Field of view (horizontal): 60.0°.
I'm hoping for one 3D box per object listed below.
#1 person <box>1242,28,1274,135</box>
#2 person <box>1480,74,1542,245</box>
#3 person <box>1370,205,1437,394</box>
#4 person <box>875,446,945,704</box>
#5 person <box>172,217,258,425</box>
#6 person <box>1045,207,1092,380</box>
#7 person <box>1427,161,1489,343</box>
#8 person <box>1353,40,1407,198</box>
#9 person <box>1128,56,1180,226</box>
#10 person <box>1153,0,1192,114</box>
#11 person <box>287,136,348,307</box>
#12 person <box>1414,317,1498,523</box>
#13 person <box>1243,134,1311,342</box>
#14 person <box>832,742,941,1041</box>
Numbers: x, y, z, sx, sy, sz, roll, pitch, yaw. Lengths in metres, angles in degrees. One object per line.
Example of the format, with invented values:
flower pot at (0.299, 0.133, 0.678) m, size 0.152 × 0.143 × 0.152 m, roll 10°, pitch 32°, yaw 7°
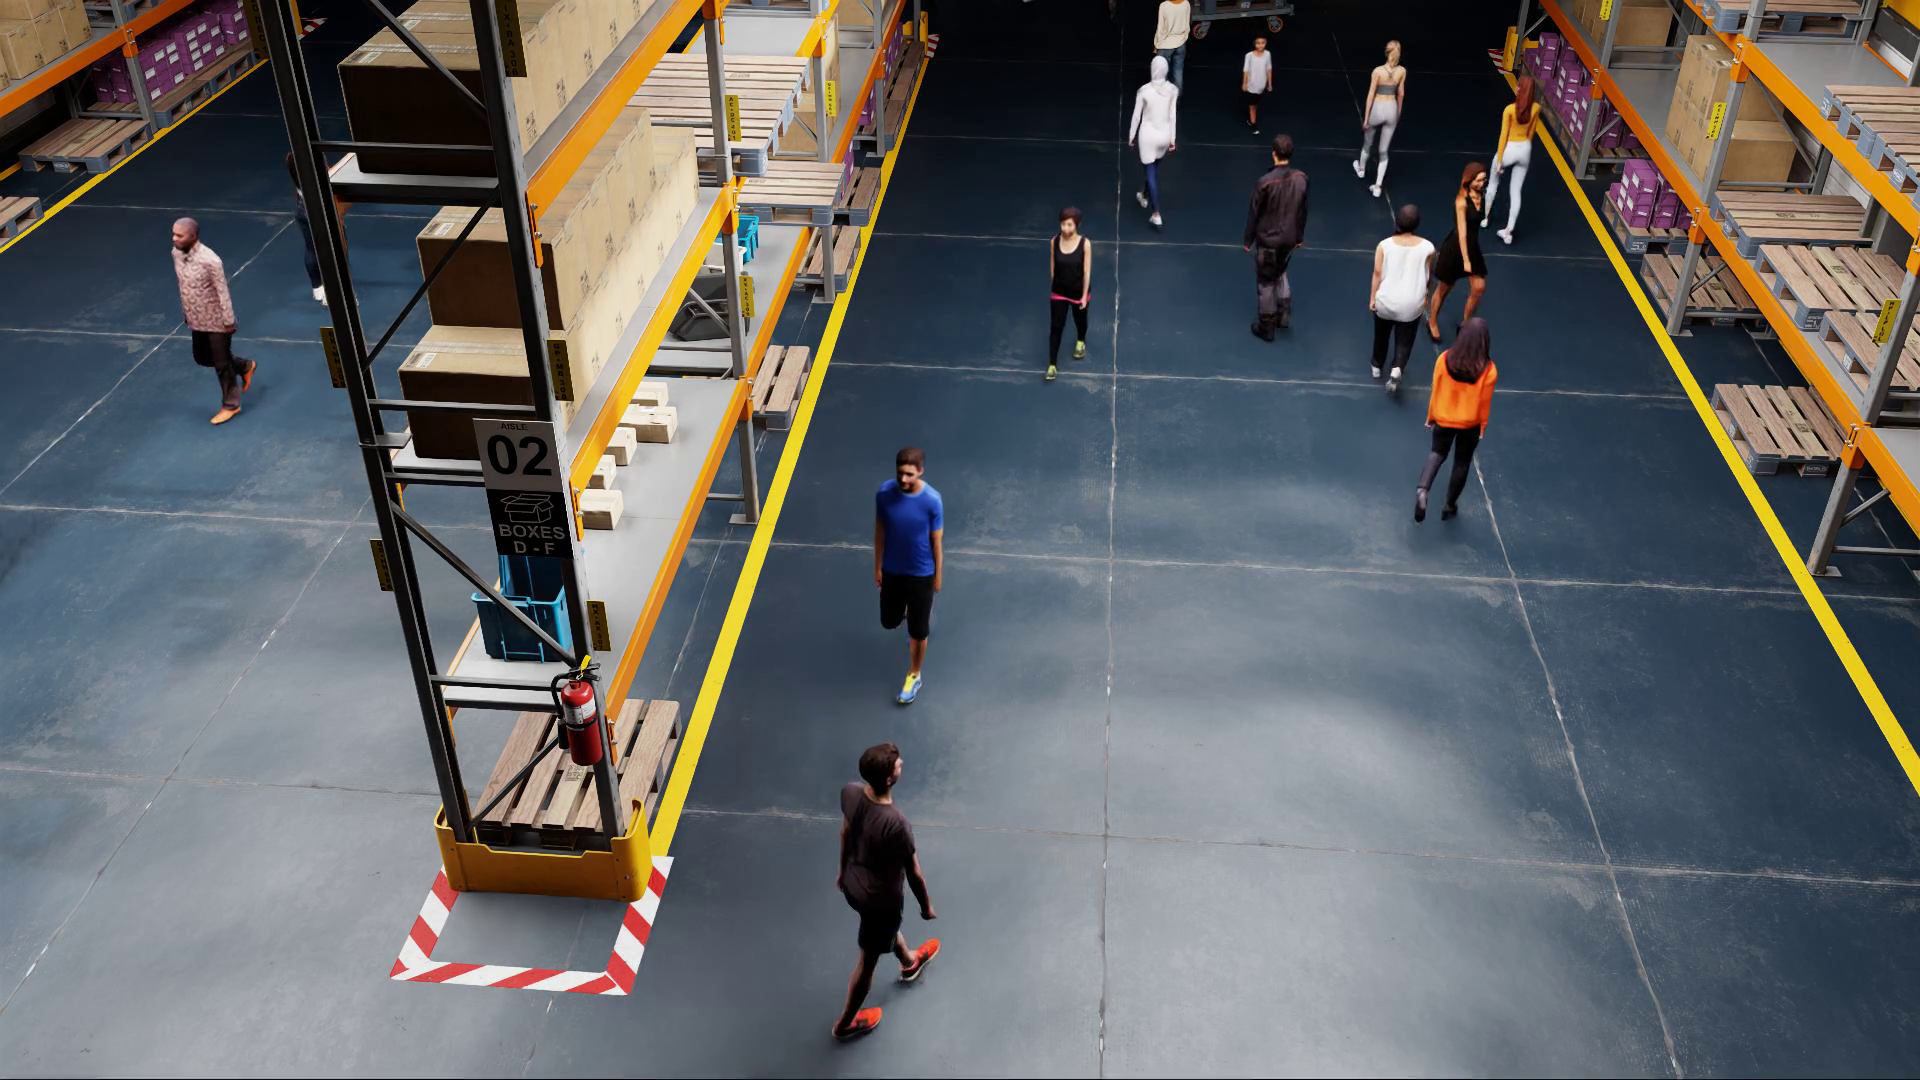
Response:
person at (3.579, -5.572, 20.134) m, size 0.607 × 1.225 × 0.911 m, roll -4°, pitch 34°, yaw -5°
person at (5.759, -3.898, 17.168) m, size 0.708 × 1.721 × 0.985 m, roll -3°, pitch 34°, yaw -4°
person at (3.833, -2.082, 14.480) m, size 0.797 × 1.671 × 1.008 m, roll 8°, pitch 34°, yaw 12°
person at (-0.308, 0.150, 10.956) m, size 0.761 × 1.856 × 1.029 m, roll 11°, pitch 35°, yaw 16°
person at (-6.313, -1.918, 14.125) m, size 0.913 × 1.792 × 1.037 m, roll 18°, pitch 38°, yaw 25°
person at (1.023, -2.257, 14.886) m, size 0.669 × 1.515 × 1.055 m, roll 9°, pitch 35°, yaw 13°
person at (4.449, -2.586, 15.116) m, size 0.797 × 1.807 × 0.857 m, roll -25°, pitch 41°, yaw -33°
person at (4.659, -4.600, 18.266) m, size 0.657 × 1.674 × 1.025 m, roll 0°, pitch 34°, yaw 0°
person at (2.064, -4.177, 17.577) m, size 0.865 × 1.734 × 1.206 m, roll -6°, pitch 34°, yaw -9°
person at (2.608, -6.094, 20.507) m, size 0.698 × 1.682 × 0.683 m, roll -12°, pitch 35°, yaw -17°
person at (-6.162, -3.088, 15.902) m, size 0.862 × 1.773 × 0.880 m, roll 16°, pitch 37°, yaw 22°
person at (3.726, -0.842, 12.558) m, size 0.873 × 1.735 × 1.007 m, roll 21°, pitch 39°, yaw 29°
person at (2.941, -2.714, 15.202) m, size 0.842 × 1.925 × 0.855 m, roll -15°, pitch 36°, yaw -21°
person at (-0.502, 1.835, 8.455) m, size 1.134 × 1.817 × 1.077 m, roll -25°, pitch 41°, yaw -32°
